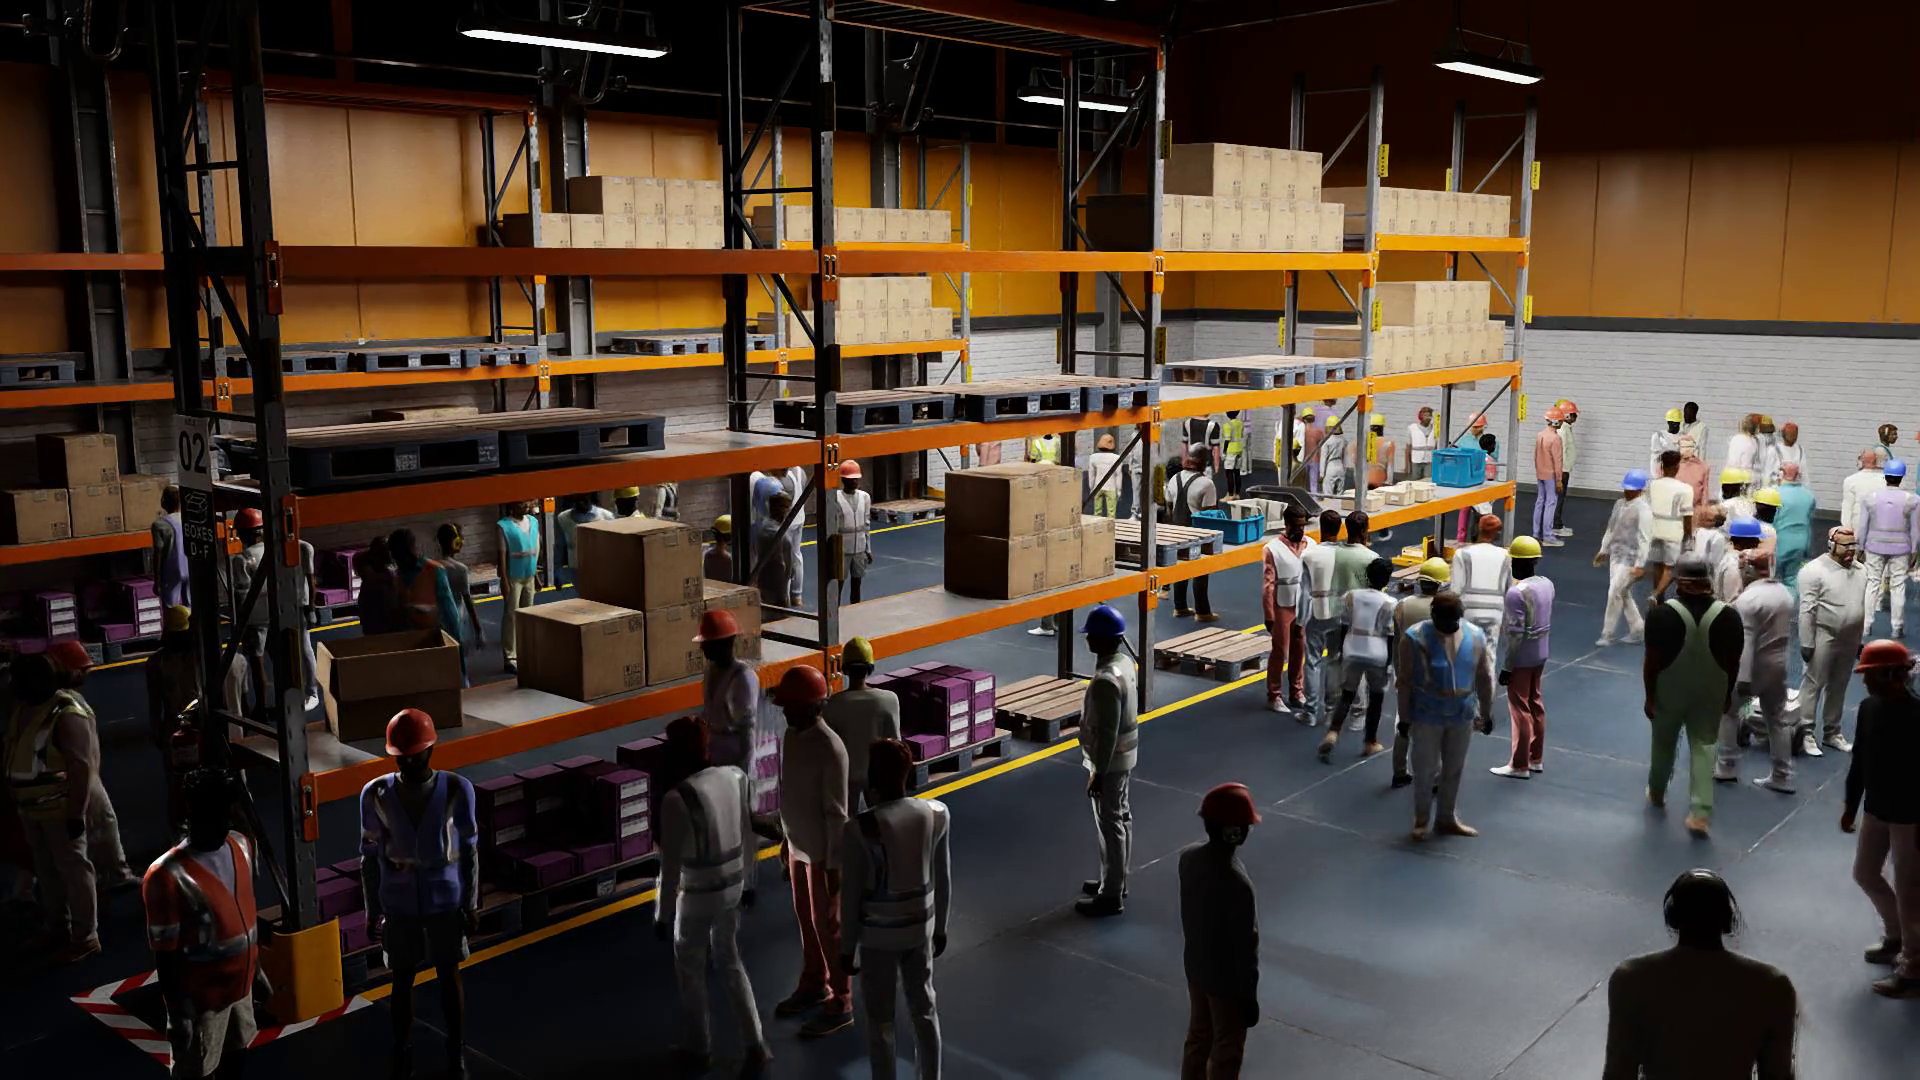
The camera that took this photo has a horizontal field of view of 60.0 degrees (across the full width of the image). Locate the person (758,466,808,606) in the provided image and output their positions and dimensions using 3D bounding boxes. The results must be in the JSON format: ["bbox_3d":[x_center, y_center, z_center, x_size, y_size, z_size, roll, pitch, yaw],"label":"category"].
[{"bbox_3d":[-2.104,-0.189,19.415,0.536,2.000,0.675,4,10,24],"label":"person"}]

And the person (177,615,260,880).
[{"bbox_3d":[-4.812,1.357,10.764,0.336,1.844,0.508,4,10,24],"label":"person"}]

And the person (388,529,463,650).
[{"bbox_3d":[-4.389,0.831,13.851,0.725,1.875,0.382,5,11,26],"label":"person"}]

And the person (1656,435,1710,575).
[{"bbox_3d":[9.047,-0.365,20.862,0.651,1.907,0.409,2,10,11],"label":"person"}]

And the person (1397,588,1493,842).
[{"bbox_3d":[3.391,1.225,11.631,0.672,1.828,0.431,-1,10,-4],"label":"person"}]

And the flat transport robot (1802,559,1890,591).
[{"bbox_3d":[11.133,0.427,21.005,0.652,0.197,1.431,-1,10,-8],"label":"flat transport robot"}]

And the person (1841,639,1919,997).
[{"bbox_3d":[5.322,1.538,9.409,0.493,1.949,0.663,-2,10,-10],"label":"person"}]

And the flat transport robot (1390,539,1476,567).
[{"bbox_3d":[6.492,0.188,22.435,1.431,0.197,0.652,-8,13,-41],"label":"flat transport robot"}]

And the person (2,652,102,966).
[{"bbox_3d":[-5.287,1.546,9.656,0.633,1.839,0.429,6,11,34],"label":"person"}]

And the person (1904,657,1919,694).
[{"bbox_3d":[8.996,0.629,15.159,0.576,1.831,0.665,-9,13,-44],"label":"person"}]

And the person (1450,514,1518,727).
[{"bbox_3d":[4.626,0.688,14.771,0.621,1.828,0.965,2,10,12],"label":"person"}]

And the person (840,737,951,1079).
[{"bbox_3d":[-0.294,1.842,7.778,0.575,1.877,0.342,-6,11,-32],"label":"person"}]

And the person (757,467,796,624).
[{"bbox_3d":[-2.049,-0.034,18.590,0.465,2.006,0.642,-4,10,-20],"label":"person"}]

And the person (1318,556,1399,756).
[{"bbox_3d":[3.284,0.974,13.584,0.551,1.664,0.614,7,12,37],"label":"person"}]

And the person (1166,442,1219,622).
[{"bbox_3d":[2.701,-0.101,18.888,0.538,2.000,0.690,-7,12,-36],"label":"person"}]

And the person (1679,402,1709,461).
[{"bbox_3d":[11.347,-1.193,25.815,0.391,1.911,0.584,-4,10,-21],"label":"person"}]

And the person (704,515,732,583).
[{"bbox_3d":[-2.169,0.639,15.323,0.360,1.756,0.525,-7,12,-36],"label":"person"}]

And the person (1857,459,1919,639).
[{"bbox_3d":[10.036,0.096,17.987,0.602,1.949,0.388,6,11,32],"label":"person"}]

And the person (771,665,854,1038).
[{"bbox_3d":[-0.794,1.622,8.785,0.412,1.987,0.620,-5,11,-29],"label":"person"}]

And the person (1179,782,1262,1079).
[{"bbox_3d":[1.193,1.946,7.516,0.321,1.754,0.563,-4,10,-21],"label":"person"}]

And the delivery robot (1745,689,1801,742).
[{"bbox_3d":[6.873,1.420,13.957,0.477,0.478,0.707,8,13,41],"label":"delivery robot"}]

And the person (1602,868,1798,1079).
[{"bbox_3d":[2.625,2.128,5.946,0.638,1.919,0.649,3,10,18],"label":"person"}]

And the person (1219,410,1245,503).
[{"bbox_3d":[4.594,-1.472,28.094,0.318,1.700,0.535,8,12,40],"label":"person"}]

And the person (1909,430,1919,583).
[{"bbox_3d":[12.291,-0.470,21.144,0.420,2.031,0.604,1,10,6],"label":"person"}]

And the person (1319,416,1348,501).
[{"bbox_3d":[5.650,-1.014,25.252,0.484,1.736,0.322,-5,11,-27],"label":"person"}]

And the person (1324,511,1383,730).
[{"bbox_3d":[3.396,0.697,14.488,0.371,1.916,0.597,-9,13,-43],"label":"person"}]

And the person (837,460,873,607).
[{"bbox_3d":[-1.190,0.094,18.030,0.543,1.939,0.360,-6,11,-32],"label":"person"}]

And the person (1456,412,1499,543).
[{"bbox_3d":[7.183,-0.801,23.211,0.622,1.989,0.399,6,11,30],"label":"person"}]

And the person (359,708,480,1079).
[{"bbox_3d":[-2.621,1.758,8.095,0.552,1.937,0.356,-2,10,-13],"label":"person"}]

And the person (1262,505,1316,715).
[{"bbox_3d":[2.965,0.618,15.012,0.597,1.907,0.408,-6,11,-32],"label":"person"}]

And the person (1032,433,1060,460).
[{"bbox_3d":[1.301,-1.233,26.087,0.593,1.894,0.754,9,13,44],"label":"person"}]

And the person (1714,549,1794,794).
[{"bbox_3d":[6.125,1.002,12.850,0.676,1.861,0.746,-6,11,-31],"label":"person"}]

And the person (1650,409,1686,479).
[{"bbox_3d":[10.393,-0.964,24.375,0.585,1.929,0.377,-2,10,-12],"label":"person"}]

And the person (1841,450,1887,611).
[{"bbox_3d":[10.649,-0.121,19.599,0.672,1.855,0.823,0,10,1],"label":"person"}]

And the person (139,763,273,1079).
[{"bbox_3d":[-3.184,1.912,7.123,0.380,1.956,0.603,2,10,12],"label":"person"}]

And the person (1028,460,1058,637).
[{"bbox_3d":[0.946,0.086,18.113,0.381,1.922,0.594,7,12,37],"label":"person"}]
